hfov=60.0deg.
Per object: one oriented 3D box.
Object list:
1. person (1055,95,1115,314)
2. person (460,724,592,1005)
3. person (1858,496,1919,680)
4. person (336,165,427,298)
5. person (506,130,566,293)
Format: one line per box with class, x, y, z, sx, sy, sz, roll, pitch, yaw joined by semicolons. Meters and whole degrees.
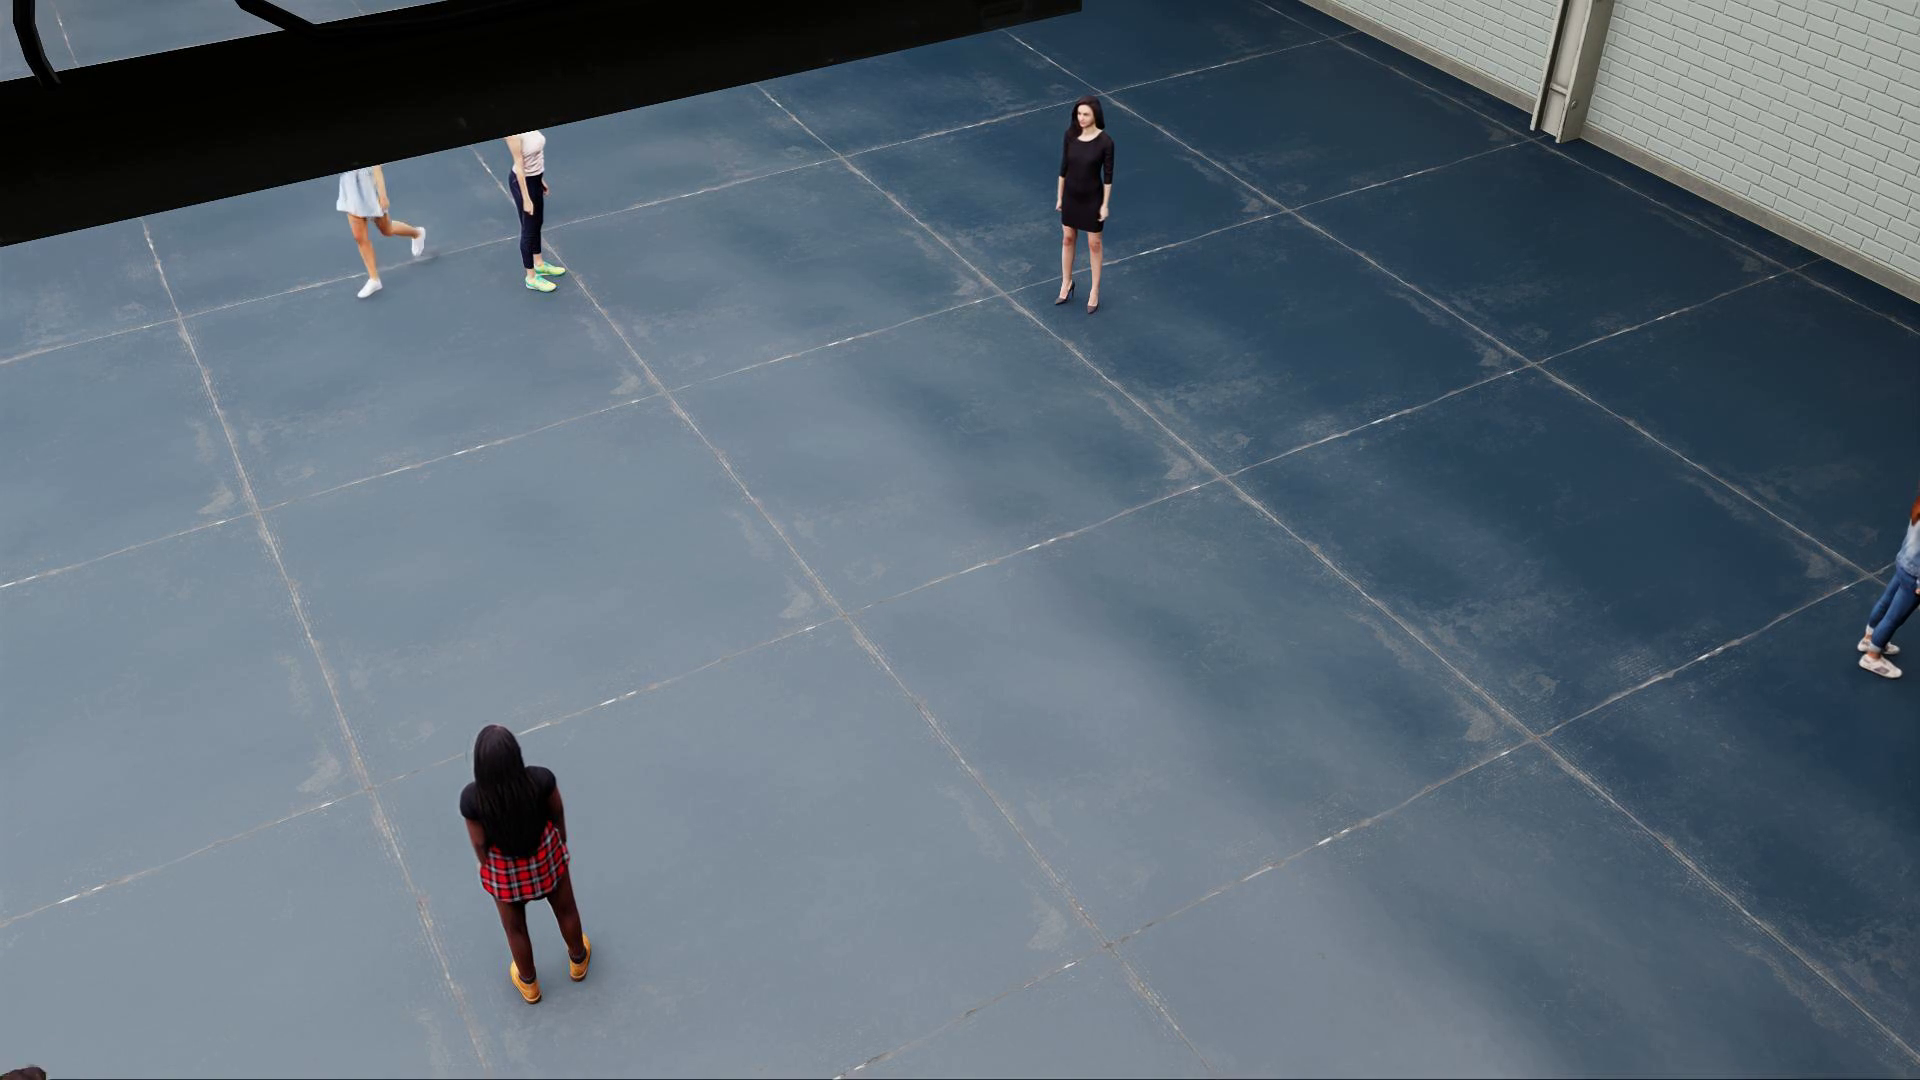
person;0.980;-2.646;13.099;0.593;1.807;0.722;20;42;24
person;-2.048;1.519;7.839;0.604;1.729;0.593;-17;41;-21
person;5.623;0.150;9.793;0.684;1.477;0.636;12;40;15
person;-4.752;-2.861;13.452;1.049;1.711;1.000;17;41;20
person;-3.497;-2.862;13.461;0.749;1.701;0.655;3;38;4
